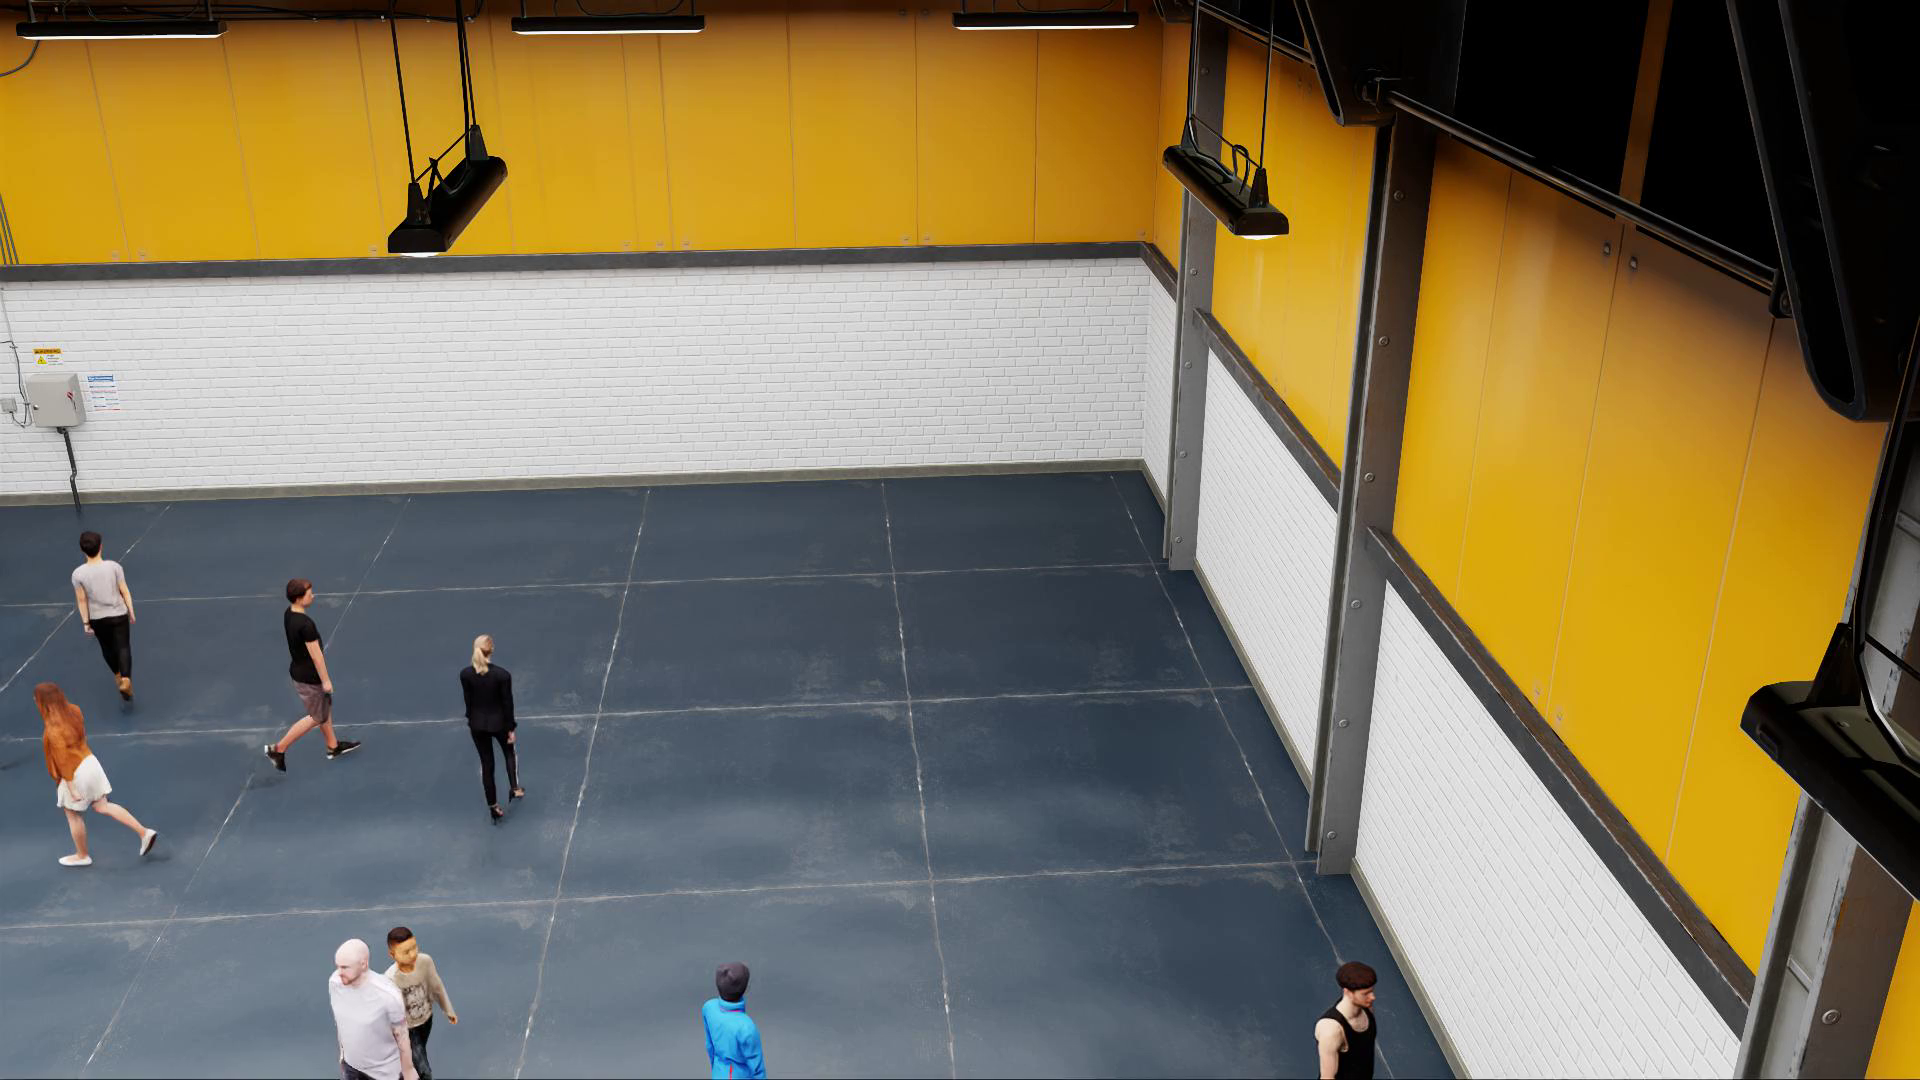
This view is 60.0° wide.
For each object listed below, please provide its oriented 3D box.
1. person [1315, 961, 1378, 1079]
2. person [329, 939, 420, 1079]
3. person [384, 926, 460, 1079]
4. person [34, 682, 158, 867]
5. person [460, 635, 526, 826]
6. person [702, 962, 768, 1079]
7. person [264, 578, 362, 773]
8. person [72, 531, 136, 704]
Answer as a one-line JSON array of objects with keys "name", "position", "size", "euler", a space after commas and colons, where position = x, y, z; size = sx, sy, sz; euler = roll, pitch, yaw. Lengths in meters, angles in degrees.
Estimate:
[{"name": "person", "position": [2.287, 3.306, 9.956], "size": [0.835, 1.890, 0.755], "euler": [16, 28, 32]}, {"name": "person", "position": [-3.576, 3.184, 10.320], "size": [0.890, 1.822, 0.923], "euler": [7, 25, 16]}, {"name": "person", "position": [-3.635, 3.133, 10.912], "size": [0.919, 1.441, 0.922], "euler": [12, 27, 26]}, {"name": "person", "position": [-7.016, 1.896, 13.422], "size": [0.768, 1.696, 1.006], "euler": [1, 24, 3]}, {"name": "person", "position": [-3.982, 1.637, 14.028], "size": [0.648, 1.686, 0.758], "euler": [-1, 24, -3]}, {"name": "person", "position": [-1.353, 3.308, 10.061], "size": [0.691, 1.801, 0.749], "euler": [18, 29, 35]}, {"name": "person", "position": [-5.882, 1.218, 14.798], "size": [1.083, 1.836, 1.129], "euler": [-18, 29, -35]}, {"name": "person", "position": [-8.218, 0.764, 16.015], "size": [0.838, 1.695, 1.132], "euler": [-9, 25, -20]}]
